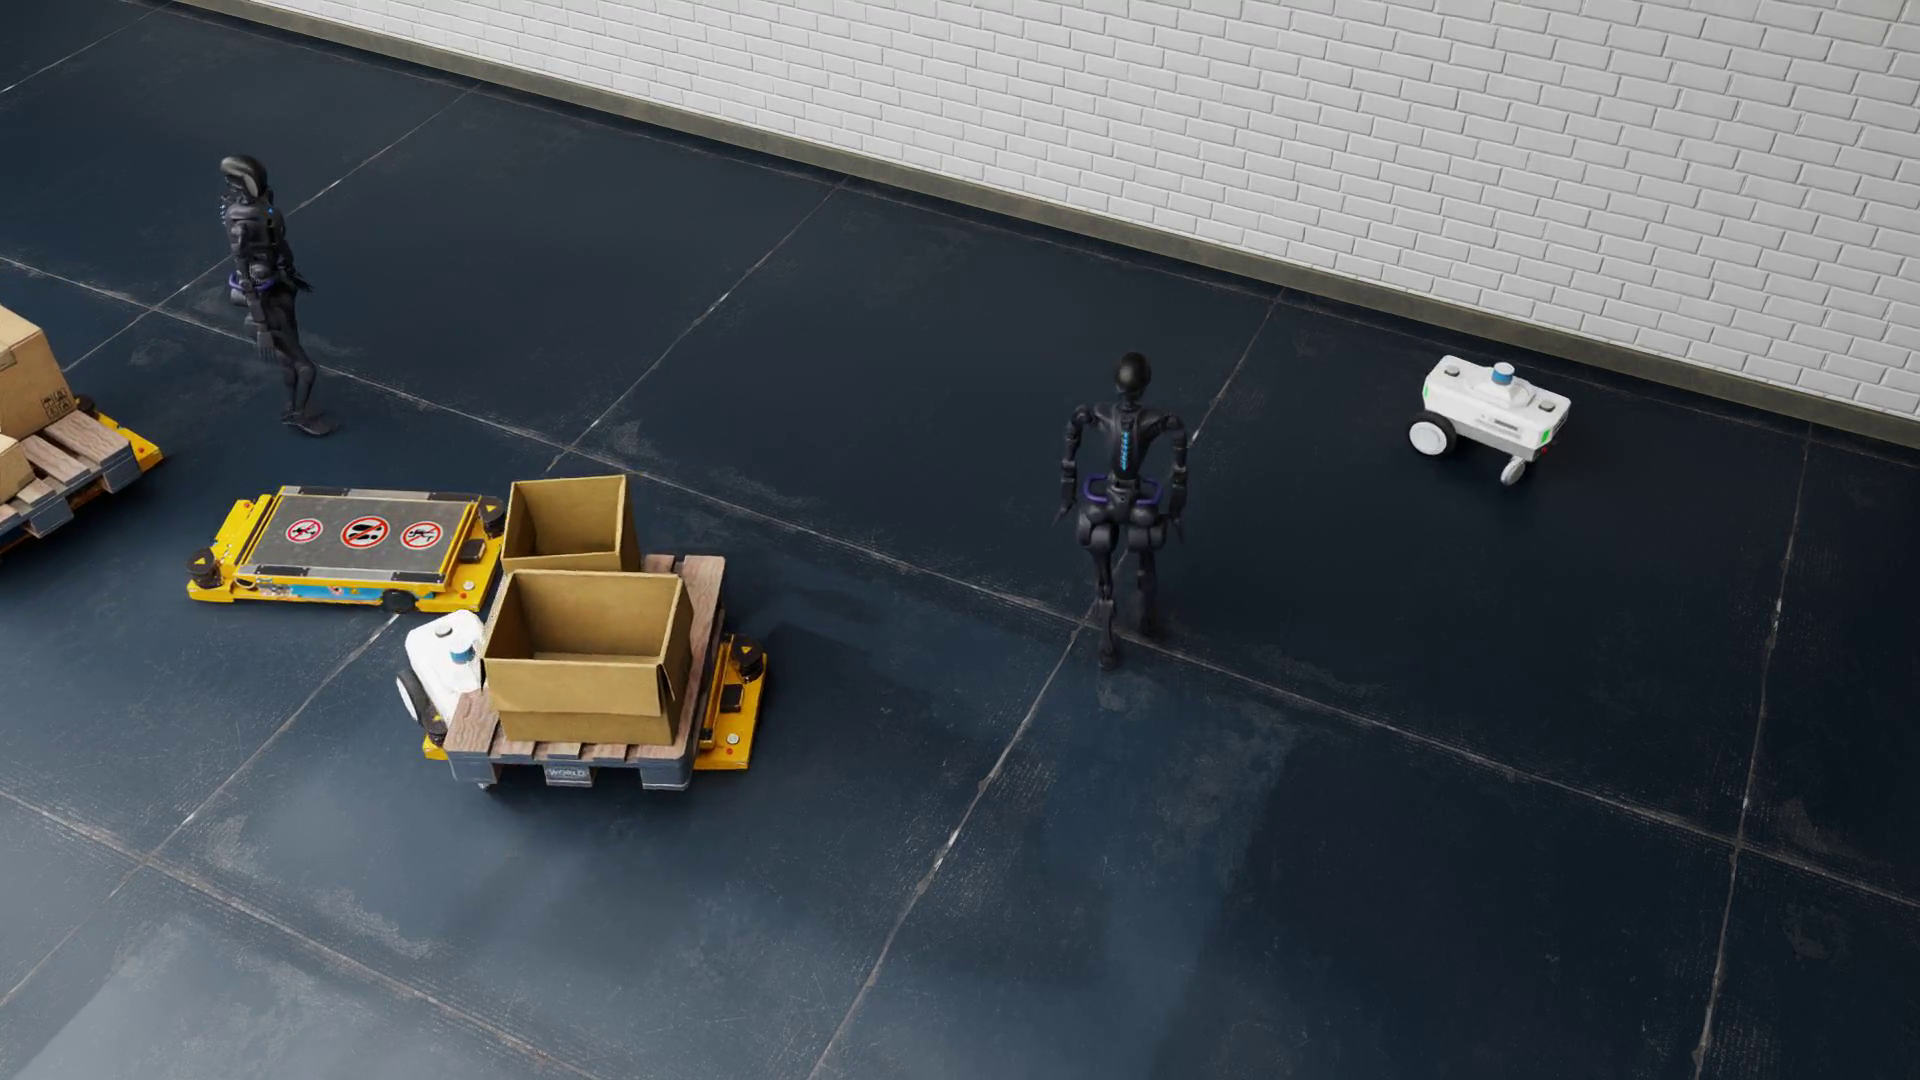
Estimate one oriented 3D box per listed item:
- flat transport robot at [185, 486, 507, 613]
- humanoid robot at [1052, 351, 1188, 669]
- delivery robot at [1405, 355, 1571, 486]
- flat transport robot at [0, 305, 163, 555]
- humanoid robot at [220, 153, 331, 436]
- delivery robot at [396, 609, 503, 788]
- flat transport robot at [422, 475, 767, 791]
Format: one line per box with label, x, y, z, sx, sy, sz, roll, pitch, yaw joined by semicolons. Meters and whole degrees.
flat transport robot;-2.993;0.044;8.207;1.431;0.231;0.659;3;43;3
humanoid robot;0.708;-0.149;7.387;0.599;1.649;0.438;5;43;5
delivery robot;2.776;-0.673;8.768;0.762;0.590;0.525;26;49;25
flat transport robot;-4.902;-0.216;8.489;0.659;0.231;1.431;25;48;25
humanoid robot;-3.549;-1.260;8.584;0.337;1.645;0.613;-1;43;-1
delivery robot;-2.158;0.655;7.347;0.499;0.606;0.796;-25;49;-25
flat transport robot;-1.626;0.714;7.485;1.431;0.231;0.659;2;43;2
